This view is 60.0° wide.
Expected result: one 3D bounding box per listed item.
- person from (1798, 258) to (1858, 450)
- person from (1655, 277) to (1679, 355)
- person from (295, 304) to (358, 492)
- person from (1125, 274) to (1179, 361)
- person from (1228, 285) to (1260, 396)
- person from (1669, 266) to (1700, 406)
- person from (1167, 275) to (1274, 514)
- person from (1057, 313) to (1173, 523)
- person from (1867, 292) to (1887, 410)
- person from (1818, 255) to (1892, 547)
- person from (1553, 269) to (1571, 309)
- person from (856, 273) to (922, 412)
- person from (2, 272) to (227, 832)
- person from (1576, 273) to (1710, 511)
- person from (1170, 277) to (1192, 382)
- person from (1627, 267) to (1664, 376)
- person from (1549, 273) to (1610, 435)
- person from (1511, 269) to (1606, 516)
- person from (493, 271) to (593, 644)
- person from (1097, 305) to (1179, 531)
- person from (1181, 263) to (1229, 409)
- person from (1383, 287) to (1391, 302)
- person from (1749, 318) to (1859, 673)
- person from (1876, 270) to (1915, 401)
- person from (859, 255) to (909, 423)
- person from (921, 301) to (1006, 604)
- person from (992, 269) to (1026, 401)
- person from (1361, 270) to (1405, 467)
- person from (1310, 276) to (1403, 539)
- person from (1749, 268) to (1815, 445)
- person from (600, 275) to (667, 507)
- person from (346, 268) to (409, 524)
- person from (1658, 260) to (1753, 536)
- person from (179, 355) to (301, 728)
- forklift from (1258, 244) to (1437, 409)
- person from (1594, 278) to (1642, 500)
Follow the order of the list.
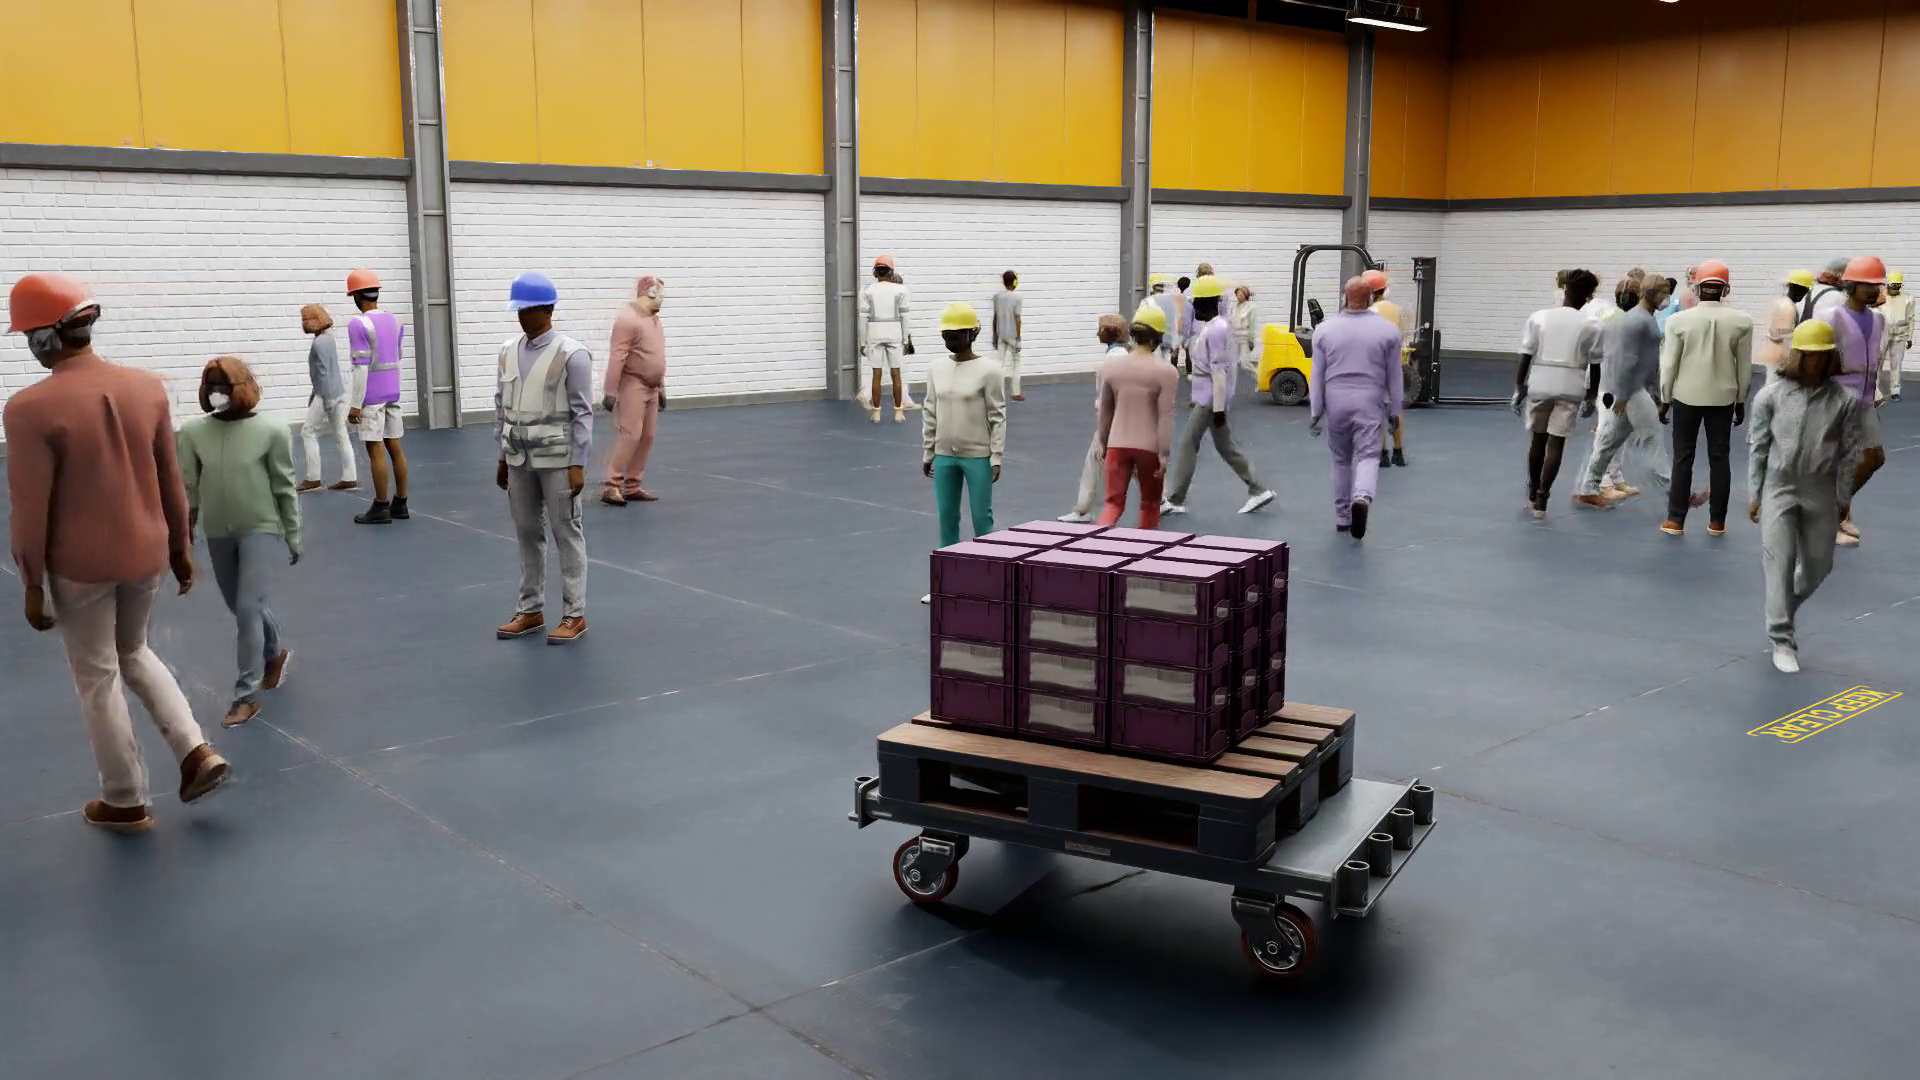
[{"bbox_3d":[8.984,-1.925,17.209,0.815,2.000,0.709,-1,10,-8],"label":"person"},{"bbox_3d":[10.764,-3.146,25.360,0.540,1.697,0.317,7,12,34],"label":"person"},{"bbox_3d":[-5.527,-1.211,14.287,0.653,1.607,0.496,-1,10,-5],"label":"person"},{"bbox_3d":[2.492,-2.579,21.787,0.602,1.773,0.891,-7,12,-37],"label":"person"},{"bbox_3d":[4.107,-2.853,23.900,0.591,1.614,0.538,-7,12,-34],"label":"person"},{"bbox_3d":[9.796,-2.717,22.315,0.639,1.879,0.688,-3,10,-17],"label":"person"},{"bbox_3d":[2.001,-1.126,13.004,0.977,1.886,0.602,2,10,9],"label":"person"},{"bbox_3d":[1.218,-0.914,12.593,0.851,1.601,0.533,2,10,11],"label":"person"},{"bbox_3d":[11.622,-2.411,21.283,0.503,1.618,0.333,-10,14,-44],"label":"person"},{"bbox_3d":[6.202,-0.959,11.585,0.623,2.026,0.404,-4,10,-20],"label":"person"},{"bbox_3d":[8.839,-3.081,24.596,0.550,1.824,0.663,-5,11,-27],"label":"person"},{"bbox_3d":[-0.948,-2.567,21.678,0.906,1.808,0.628,-4,10,-21],"label":"person"},{"bbox_3d":[-2.961,0.069,5.757,0.466,1.964,0.656,5,11,25],"label":"person"},{"bbox_3d":[5.401,-1.136,13.056,1.042,1.877,0.638,5,11,27],"label":"person"},{"bbox_3d":[3.608,-3.402,26.887,0.532,1.694,0.320,4,11,23],"label":"person"},{"bbox_3d":[9.604,-2.874,23.286,1.034,1.878,0.647,8,13,40],"label":"person"},{"bbox_3d":[7.087,-2.103,18.875,1.000,1.836,0.594,-4,10,-21],"label":"person"},{"bbox_3d":[4.733,-1.164,13.122,0.656,1.917,0.874,6,11,30],"label":"person"},{"bbox_3d":[-2.194,-0.429,8.727,0.606,1.946,0.391,5,11,25],"label":"person"},{"bbox_3d":[1.038,-0.548,10.035,0.535,1.734,0.740,5,11,26],"label":"person"},{"bbox_3d":[3.225,-2.681,21.955,0.628,1.933,0.378,-1,10,-4],"label":"person"},{"bbox_3d":[6.627,-3.497,26.969,0.640,1.855,0.984,-5,11,-29],"label":"person"},{"bbox_3d":[4.160,-0.239,8.270,0.490,1.726,0.636,2,10,12],"label":"person"},{"bbox_3d":[12.995,-2.844,23.240,0.591,1.825,0.403,3,10,16],"label":"person"},{"bbox_3d":[-0.916,-2.435,20.224,0.605,2.033,0.400,0,10,-2],"label":"person"},{"bbox_3d":[0.009,-0.481,9.561,0.529,1.767,0.329,6,11,31],"label":"person"},{"bbox_3d":[0.619,-2.808,22.997,0.519,1.840,0.796,7,12,35],"label":"person"},{"bbox_3d":[4.030,-1.631,15.942,0.679,1.897,0.371,-8,13,-39],"label":"person"},{"bbox_3d":[2.841,-0.952,11.973,0.655,1.887,0.800,3,10,18],"label":"person"},{"bbox_3d":[8.793,-1.917,17.591,0.732,1.891,0.598,5,11,26],"label":"person"},{"bbox_3d":[-2.636,-1.224,13.613,0.468,1.870,0.698,2,10,14],"label":"person"},{"bbox_3d":[-4.442,-1.082,12.602,0.374,1.930,0.542,3,10,19],"label":"person"},{"bbox_3d":[5.387,-1.021,12.050,0.615,1.994,0.381,2,10,10],"label":"person"},{"bbox_3d":[-3.205,-0.037,7.455,0.511,1.602,0.812,0,10,2],"label":"person"},{"bbox_3d":[5.256,-2.933,22.661,2.313,2.155,1.214,3,10,16],"label":"forklift"},{"bbox_3d":[5.563,-1.271,13.962,0.430,1.844,0.624,9,13,42],"label":"person"}]
